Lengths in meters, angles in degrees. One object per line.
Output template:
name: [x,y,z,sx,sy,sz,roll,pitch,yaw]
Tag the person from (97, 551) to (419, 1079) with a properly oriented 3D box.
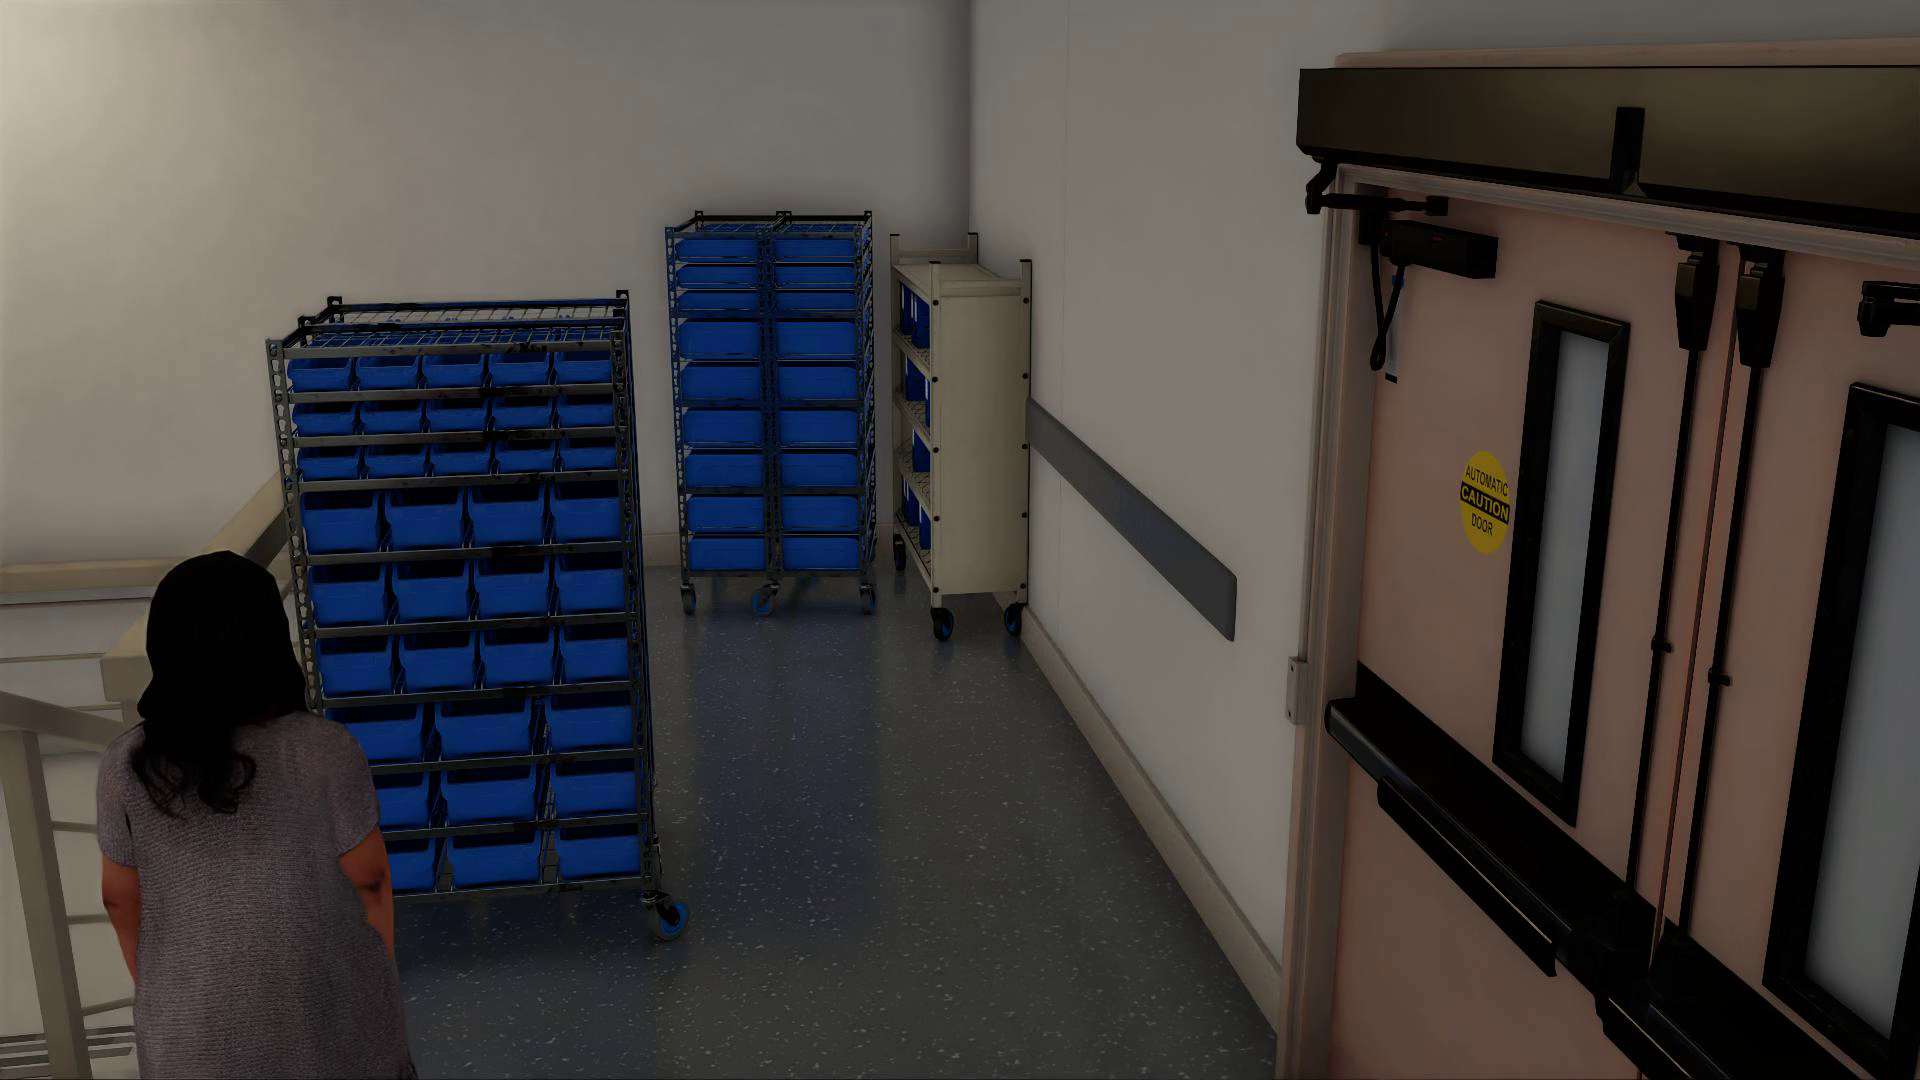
person: [-1.224,0.804,2.929,0.615,1.611,0.633,-2,16,-8]
